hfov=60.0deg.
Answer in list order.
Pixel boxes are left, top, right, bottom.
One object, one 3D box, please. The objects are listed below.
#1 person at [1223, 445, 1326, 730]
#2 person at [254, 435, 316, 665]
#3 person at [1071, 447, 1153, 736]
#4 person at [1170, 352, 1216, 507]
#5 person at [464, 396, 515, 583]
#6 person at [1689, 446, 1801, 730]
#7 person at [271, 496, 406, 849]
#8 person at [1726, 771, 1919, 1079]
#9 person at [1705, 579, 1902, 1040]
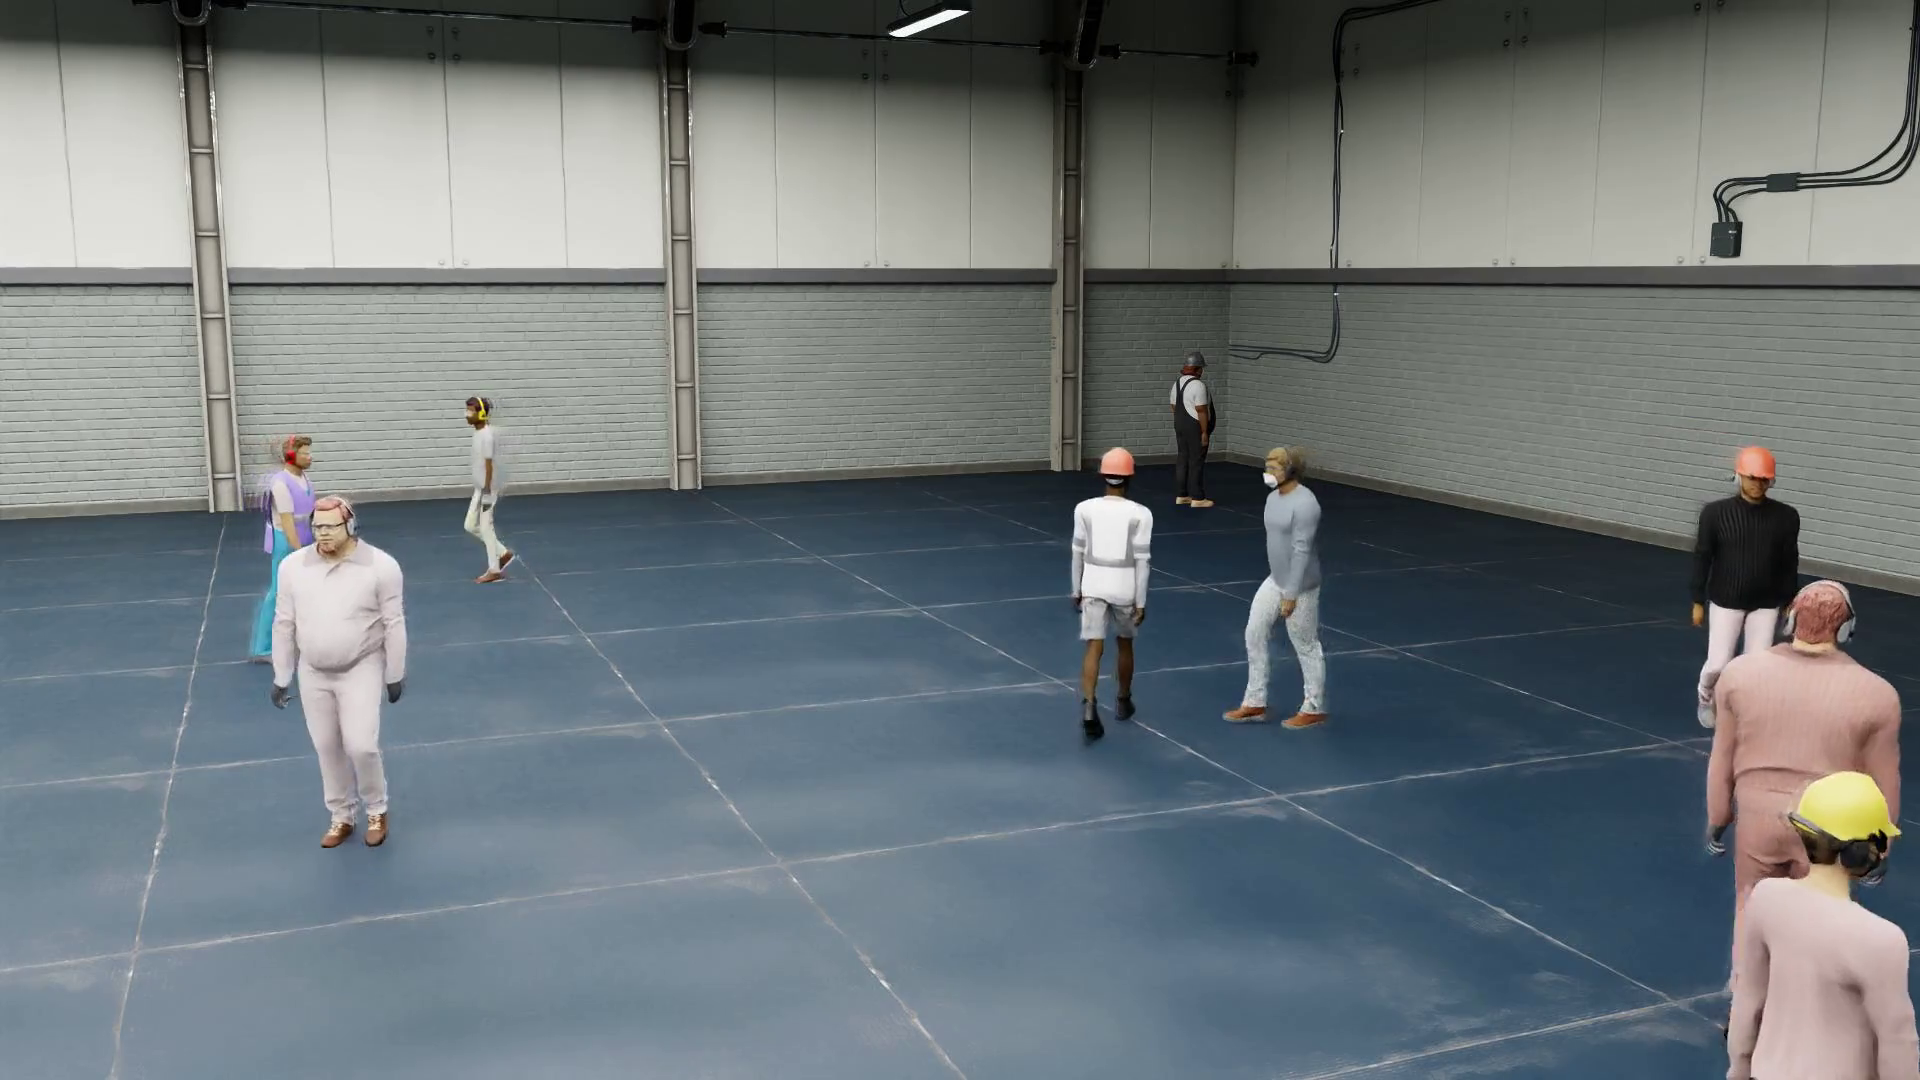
[{"bbox_3d":[2.105,0.335,11.035,0.793,1.911,0.654,-3,10,-18],"label":"person"},{"bbox_3d":[-5.078,0.092,12.912,0.972,1.795,0.575,1,9,3],"label":"person"},{"bbox_3d":[0.989,0.335,11.066,0.554,1.904,0.935,3,9,16],"label":"person"},{"bbox_3d":[3.100,-1.461,21.892,0.538,2.000,0.684,-5,10,-27],"label":"person"},{"bbox_3d":[-4.680,-0.489,16.395,0.425,1.857,0.524,-6,11,-34],"label":"person"},{"bbox_3d":[4.974,0.371,10.583,0.625,1.975,0.630,2,9,12],"label":"person"},{"bbox_3d":[-3.276,0.707,8.772,0.652,1.891,0.460,0,9,2],"label":"person"},{"bbox_3d":[2.254,1.467,4.481,0.886,1.729,0.518,-1,9,-8],"label":"person"},{"bbox_3d":[3.212,1.087,6.360,0.664,1.888,0.464,7,11,38],"label":"person"}]
